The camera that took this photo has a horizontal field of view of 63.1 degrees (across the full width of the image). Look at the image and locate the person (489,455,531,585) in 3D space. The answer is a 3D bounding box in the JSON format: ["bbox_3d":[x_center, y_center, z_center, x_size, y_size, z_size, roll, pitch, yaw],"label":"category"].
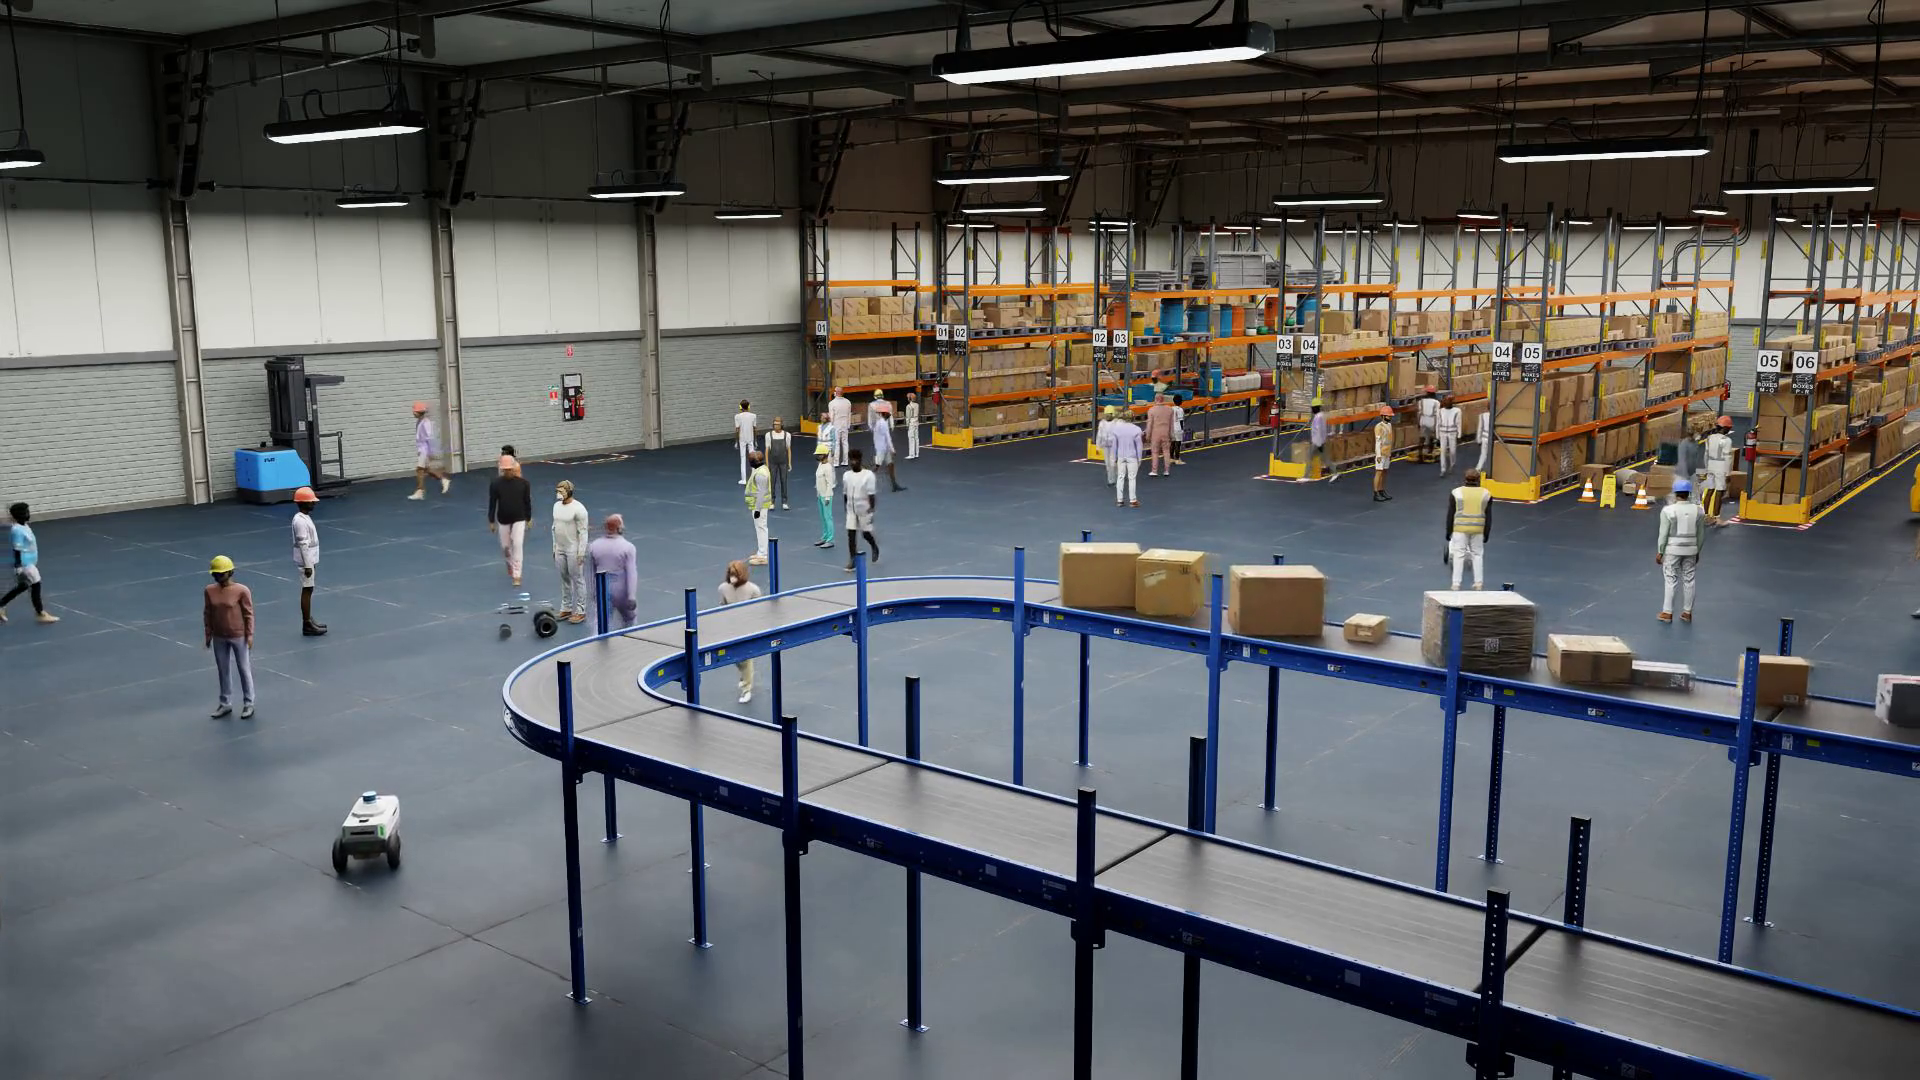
[{"bbox_3d":[-6.844,-0.336,23.829,0.624,1.969,0.817,-2,10,-13],"label":"person"}]

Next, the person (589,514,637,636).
[{"bbox_3d":[-4.142,0.615,18.786,0.656,1.862,1.019,3,11,19],"label":"person"}]

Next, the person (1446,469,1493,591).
[{"bbox_3d":[7.503,-0.137,23.084,0.635,1.834,0.430,1,10,5],"label":"person"}]

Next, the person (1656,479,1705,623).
[{"bbox_3d":[9.728,0.151,21.165,0.605,1.936,0.411,0,10,0],"label":"person"}]

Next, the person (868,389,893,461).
[{"bbox_3d":[-1.931,-2.793,38.181,0.611,1.787,0.817,-2,10,-11],"label":"person"}]

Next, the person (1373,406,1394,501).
[{"bbox_3d":[8.682,-1.772,31.985,0.359,1.938,0.547,8,13,40],"label":"person"}]

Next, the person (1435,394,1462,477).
[{"bbox_3d":[11.157,-2.395,35.686,0.607,1.868,0.657,5,11,26],"label":"person"}]

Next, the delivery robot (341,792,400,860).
[{"bbox_3d":[-4.817,2.303,12.794,0.477,0.478,0.707,-2,10,-10],"label":"delivery robot"}]

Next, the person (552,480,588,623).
[{"bbox_3d":[-5.290,0.149,21.169,0.627,1.940,0.372,7,12,35],"label":"person"}]

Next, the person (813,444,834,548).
[{"bbox_3d":[-2.337,-0.755,26.743,0.310,1.768,0.533,-4,11,-23],"label":"person"}]

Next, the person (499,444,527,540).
[{"bbox_3d":[-7.875,-0.853,27.502,0.546,1.685,0.542,9,13,40],"label":"person"}]

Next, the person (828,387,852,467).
[{"bbox_3d":[-2.892,-2.691,37.244,0.643,1.908,0.408,-9,13,-41],"label":"person"}]

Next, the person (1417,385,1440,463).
[{"bbox_3d":[11.378,-2.823,38.061,0.554,1.894,1.014,6,12,31],"label":"person"}]

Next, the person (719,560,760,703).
[{"bbox_3d":[-2.413,0.978,17.439,0.510,1.610,0.544,3,10,15],"label":"person"}]

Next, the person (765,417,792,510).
[{"bbox_3d":[-3.565,-1.510,30.780,0.506,1.842,0.344,-2,10,-10],"label":"person"}]

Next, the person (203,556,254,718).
[{"bbox_3d":[-7.808,1.031,16.699,0.533,1.765,0.329,1,10,5],"label":"person"}]

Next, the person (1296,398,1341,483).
[{"bbox_3d":[7.982,-2.203,34.576,0.928,1.896,0.575,6,12,29],"label":"person"}]

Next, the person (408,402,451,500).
[{"bbox_3d":[-10.987,-1.860,32.284,0.873,2.020,0.617,-7,12,-35],"label":"person"}]

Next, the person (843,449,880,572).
[{"bbox_3d":[-1.569,-0.497,24.808,0.626,1.943,0.720,5,11,27],"label":"person"}]

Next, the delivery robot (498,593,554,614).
[{"bbox_3d":[-5.676,0.813,20.452,0.698,0.223,0.335,-3,11,-18],"label":"delivery robot"}]

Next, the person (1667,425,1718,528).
[{"bbox_3d":[13.408,-1.159,28.670,0.657,1.883,1.003,-8,13,-37],"label":"person"}]

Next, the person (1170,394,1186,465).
[{"bbox_3d":[5.228,-2.657,37.636,0.318,1.700,0.535,-4,11,-22],"label":"person"}]

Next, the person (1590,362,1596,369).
[{"bbox_3d":[19.203,-4.497,47.347,0.646,1.918,0.545,8,13,39],"label":"person"}]

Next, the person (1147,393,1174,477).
[{"bbox_3d":[4.548,-2.401,35.618,0.651,1.904,0.402,-3,10,-16],"label":"person"}]

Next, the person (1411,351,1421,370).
[{"bbox_3d":[15.661,-5.656,53.883,0.385,1.922,0.594,1,10,6],"label":"person"}]

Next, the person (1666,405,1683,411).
[{"bbox_3d":[21.626,-4.358,46.987,0.978,1.793,0.619,6,12,29],"label":"person"}]

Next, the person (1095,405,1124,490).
[{"bbox_3d":[3.168,-1.974,33.475,0.627,1.804,0.738,6,12,31],"label":"person"}]

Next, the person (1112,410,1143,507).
[{"bbox_3d":[3.341,-1.627,31.169,0.630,1.940,0.371,5,11,26],"label":"person"}]

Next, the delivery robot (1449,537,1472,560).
[{"bbox_3d":[8.031,0.118,25.096,0.477,0.478,0.707,3,10,15],"label":"delivery robot"}]

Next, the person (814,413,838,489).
[{"bbox_3d":[-2.893,-1.923,33.755,0.544,1.636,0.539,7,12,36],"label":"person"}]

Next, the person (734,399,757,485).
[{"bbox_3d":[-4.704,-2.155,34.351,0.520,1.865,0.332,-4,11,-23],"label":"person"}]

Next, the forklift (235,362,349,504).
[{"bbox_3d":[-13.803,-2.244,32.110,1.129,2.768,1.873,8,13,37],"label":"forklift"}]

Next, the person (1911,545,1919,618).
[{"bbox_3d":[13.356,0.175,21.287,0.373,1.843,0.572,-6,12,-32],"label":"person"}]

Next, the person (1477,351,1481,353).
[{"bbox_3d":[17.850,-5.621,53.957,0.404,1.828,0.592,-7,12,-34],"label":"person"}]

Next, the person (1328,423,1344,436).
[{"bbox_3d":[10.615,-3.856,43.904,0.532,1.871,0.319,7,12,34],"label":"person"}]

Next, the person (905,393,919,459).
[{"bbox_3d":[-1.181,-2.829,38.772,0.306,1.640,0.523,5,11,28],"label":"person"}]

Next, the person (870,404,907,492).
[{"bbox_3d":[-1.670,-1.935,33.080,1.015,1.891,0.551,-1,10,-8],"label":"person"}]

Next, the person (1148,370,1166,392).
[{"bbox_3d":[5.315,-3.643,42.450,0.631,1.965,0.907,7,12,35],"label":"person"}]

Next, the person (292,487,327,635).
[{"bbox_3d":[-8.536,0.267,20.511,0.358,1.938,0.548,-4,11,-20],"label":"person"}]

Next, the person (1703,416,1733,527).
[{"bbox_3d":[14.030,-1.279,28.915,0.396,2.042,0.610,-2,10,-13],"label":"person"}]

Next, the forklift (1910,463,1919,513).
[{"bbox_3d":[19.034,-1.348,28.998,2.313,2.155,1.214,8,13,37],"label":"forklift"}]

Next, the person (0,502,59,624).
[{"bbox_3d":[-12.650,0.311,21.019,0.758,1.673,0.537,-4,11,-22],"label":"person"}]

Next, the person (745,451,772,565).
[{"bbox_3d":[-3.262,-0.535,25.308,0.429,1.840,0.624,-1,10,-5],"label":"person"}]

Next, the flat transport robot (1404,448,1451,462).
[{"bbox_3d":[11.558,-2.089,38.579,0.652,0.197,1.431,8,13,38],"label":"flat transport robot"}]

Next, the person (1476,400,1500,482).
[{"bbox_3d":[11.682,-2.185,34.576,0.579,1.856,0.863,8,13,39],"label":"person"}]
